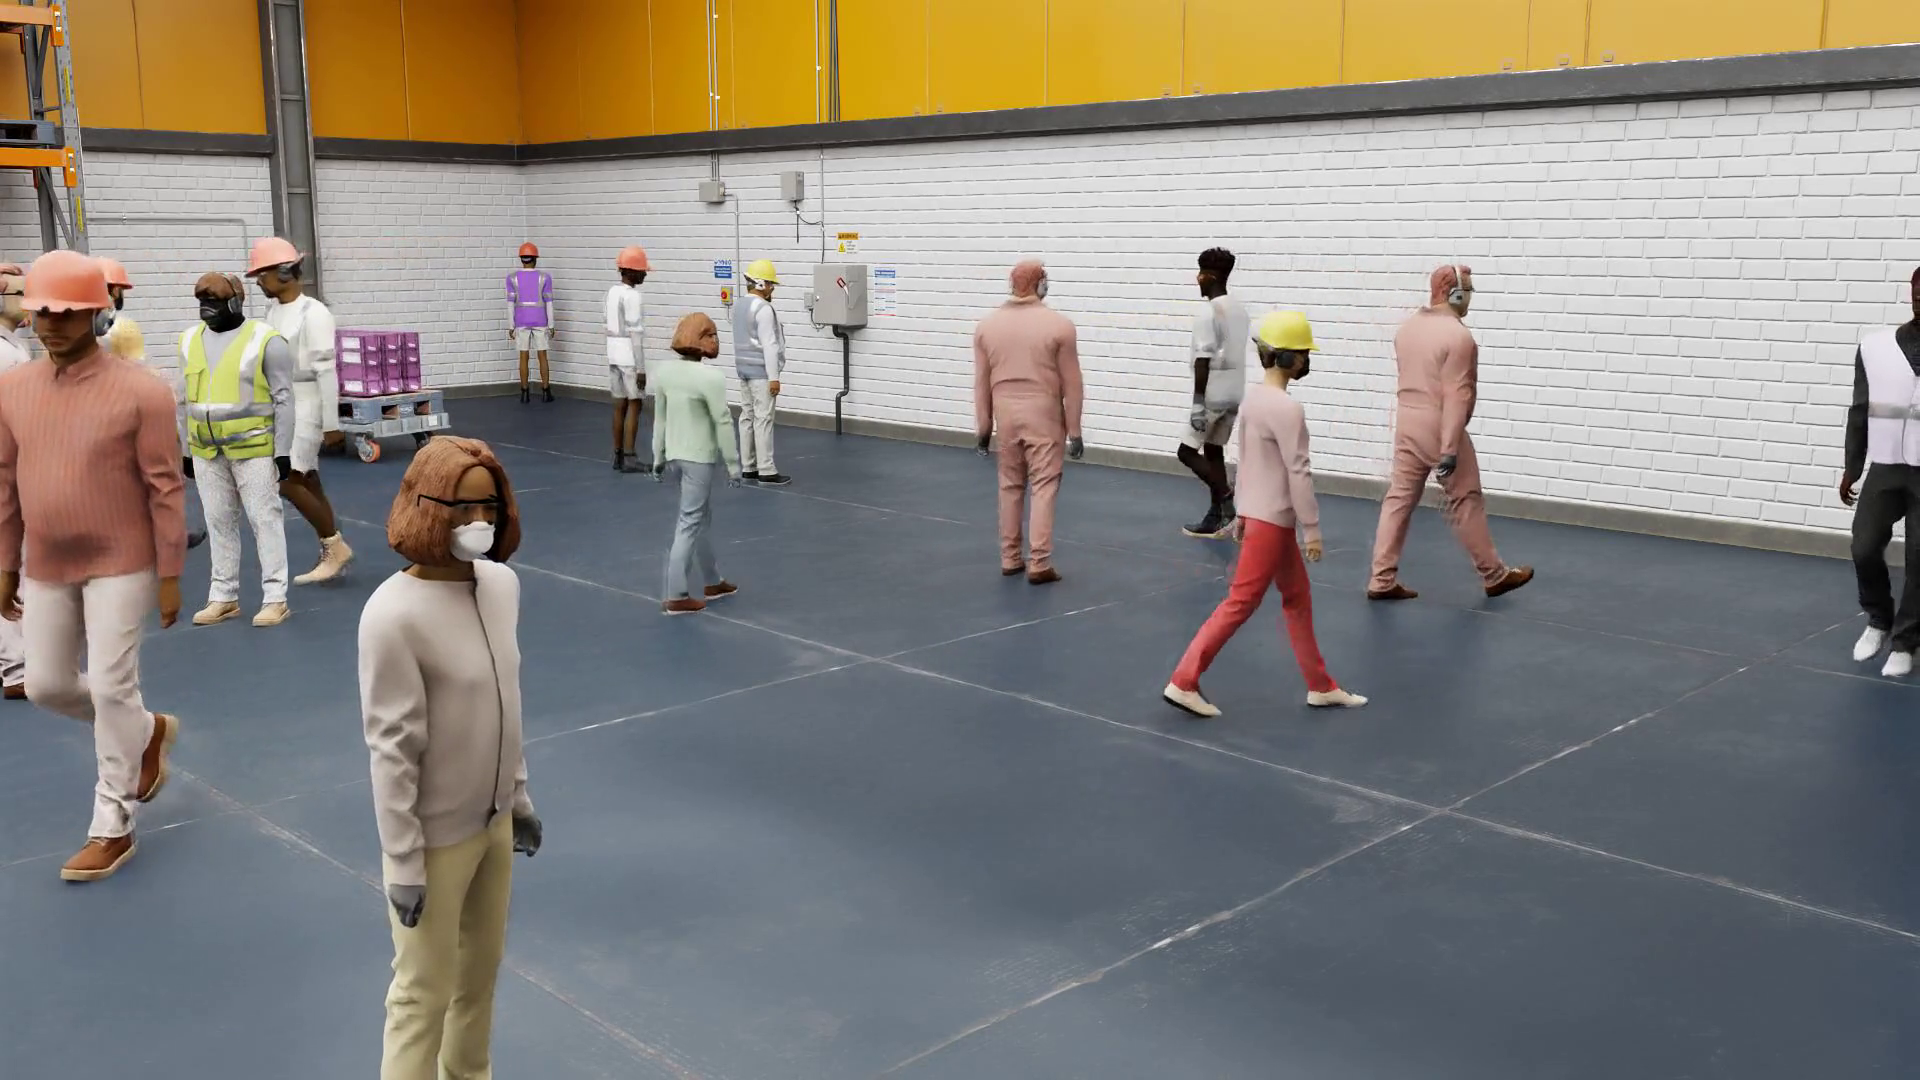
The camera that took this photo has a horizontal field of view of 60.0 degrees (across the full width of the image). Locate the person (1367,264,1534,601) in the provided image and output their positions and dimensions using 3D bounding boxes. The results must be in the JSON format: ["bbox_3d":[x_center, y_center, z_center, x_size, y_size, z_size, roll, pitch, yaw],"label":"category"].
[{"bbox_3d":[2.718,-0.579,9.200,0.965,1.863,0.646,-4,11,-21],"label":"person"}]

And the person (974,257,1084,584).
[{"bbox_3d":[0.417,-0.700,9.764,0.657,1.910,0.409,5,12,27],"label":"person"}]

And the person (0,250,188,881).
[{"bbox_3d":[-2.786,0.057,5.390,0.632,1.976,0.714,1,10,5],"label":"person"}]

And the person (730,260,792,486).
[{"bbox_3d":[-1.620,-1.354,13.528,0.403,1.822,0.588,-7,13,-34],"label":"person"}]

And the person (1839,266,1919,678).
[{"bbox_3d":[4.355,-0.311,7.599,0.603,1.905,0.452,9,14,40],"label":"person"}]

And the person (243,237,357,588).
[{"bbox_3d":[-3.781,-0.712,9.524,0.488,2.010,0.618,-10,14,-44],"label":"person"}]

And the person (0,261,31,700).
[{"bbox_3d":[-4.164,-0.261,7.330,0.399,1.910,0.643,-7,12,-33],"label":"person"}]

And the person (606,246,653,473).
[{"bbox_3d":[-2.835,-1.532,14.248,0.400,1.920,0.585,-7,13,-35],"label":"person"}]

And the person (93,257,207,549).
[{"bbox_3d":[-4.960,-0.731,9.934,0.562,1.880,1.008,6,12,31],"label":"person"}]

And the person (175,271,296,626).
[{"bbox_3d":[-3.761,-0.463,8.618,0.634,1.839,0.429,2,11,9],"label":"person"}]

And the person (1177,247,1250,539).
[{"bbox_3d":[1.697,-0.951,10.978,0.465,1.945,0.627,8,13,35],"label":"person"}]

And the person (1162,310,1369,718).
[{"bbox_3d":[1.283,-0.096,6.957,0.920,1.725,0.537,-1,10,-5],"label":"person"}]

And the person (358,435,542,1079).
[{"bbox_3d":[-1.016,0.598,3.397,0.285,1.631,0.501,3,11,14],"label":"person"}]

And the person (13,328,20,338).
[{"bbox_3d":[-5.777,-0.733,9.932,0.543,1.896,0.662,3,11,17],"label":"person"}]

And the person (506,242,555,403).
[{"bbox_3d":[-5.202,-2.633,20.187,0.550,1.933,0.374,-2,11,-10],"label":"person"}]

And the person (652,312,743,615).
[{"bbox_3d":[-1.358,-0.423,8.999,0.533,1.606,0.700,9,14,41],"label":"person"}]
